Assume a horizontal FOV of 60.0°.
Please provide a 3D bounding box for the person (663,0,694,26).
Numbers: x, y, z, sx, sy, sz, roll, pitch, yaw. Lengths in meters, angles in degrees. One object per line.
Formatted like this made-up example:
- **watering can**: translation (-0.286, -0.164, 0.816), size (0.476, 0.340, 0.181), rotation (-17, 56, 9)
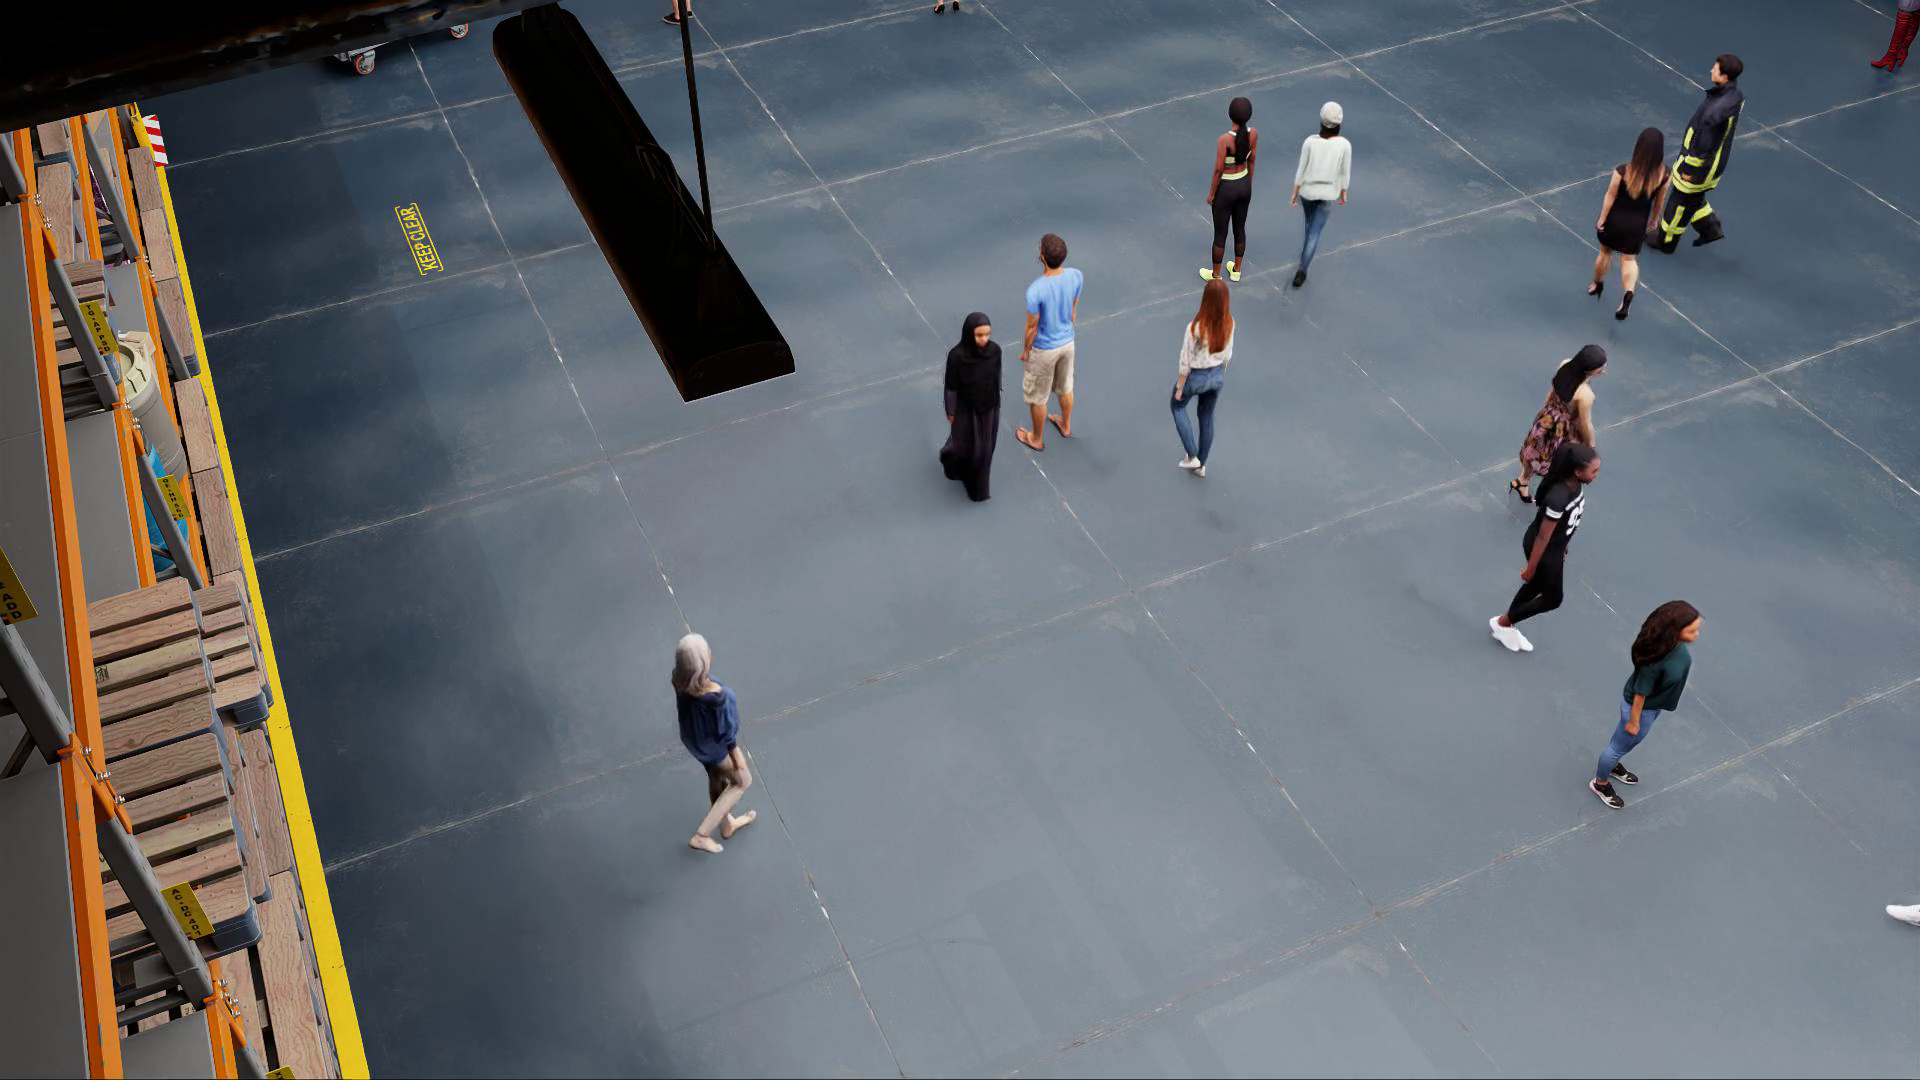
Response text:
- **person**: translation (-3.086, -6.308, 17.811), size (0.697, 1.558, 0.649), rotation (19, 47, 19)

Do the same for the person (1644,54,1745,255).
- **person**: translation (6.494, -3.276, 14.370), size (1.081, 1.915, 1.014), rotation (26, 50, 25)

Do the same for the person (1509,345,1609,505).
- **person**: translation (4.236, -0.674, 11.767), size (0.818, 1.738, 0.632), rotation (-23, 48, -23)

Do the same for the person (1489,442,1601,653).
- **person**: translation (3.800, 0.035, 11.035), size (0.807, 1.721, 0.764), rotation (25, 49, 24)

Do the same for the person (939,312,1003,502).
- **person**: translation (0.084, -1.037, 12.243), size (0.574, 1.607, 0.781), rotation (-17, 46, -17)

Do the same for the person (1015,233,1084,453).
- **person**: translation (0.695, -1.478, 12.519), size (0.690, 1.864, 0.634), rotation (-25, 49, -24)

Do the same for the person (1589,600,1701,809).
- **person**: translation (4.164, 0.972, 10.126), size (0.730, 1.617, 0.701), rotation (29, 51, 27)

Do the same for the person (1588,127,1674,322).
- **person**: translation (5.543, -2.577, 13.796), size (0.937, 1.693, 1.091), rotation (3, 44, 3)

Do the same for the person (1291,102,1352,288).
- **person**: translation (3.058, -2.911, 14.207), size (1.009, 1.610, 1.113), rotation (11, 45, 11)

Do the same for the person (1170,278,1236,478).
- **person**: translation (1.823, -1.134, 12.264), size (0.621, 1.718, 0.643), rotation (-14, 45, -14)

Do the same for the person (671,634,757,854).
- **person**: translation (-1.527, 1.257, 9.783), size (0.818, 1.679, 0.797), rotation (-32, 52, -29)

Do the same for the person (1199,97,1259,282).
- **person**: translation (2.320, -2.956, 14.150), size (0.563, 1.754, 0.508), rotation (-16, 46, -16)

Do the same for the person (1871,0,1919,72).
- **person**: translation (9.822, -5.647, 17.006), size (0.601, 1.712, 0.556), rotation (-23, 48, -22)

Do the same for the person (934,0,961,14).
- **person**: translation (-0.151, -6.475, 17.921), size (0.612, 1.648, 0.544), rotation (-10, 45, -10)
